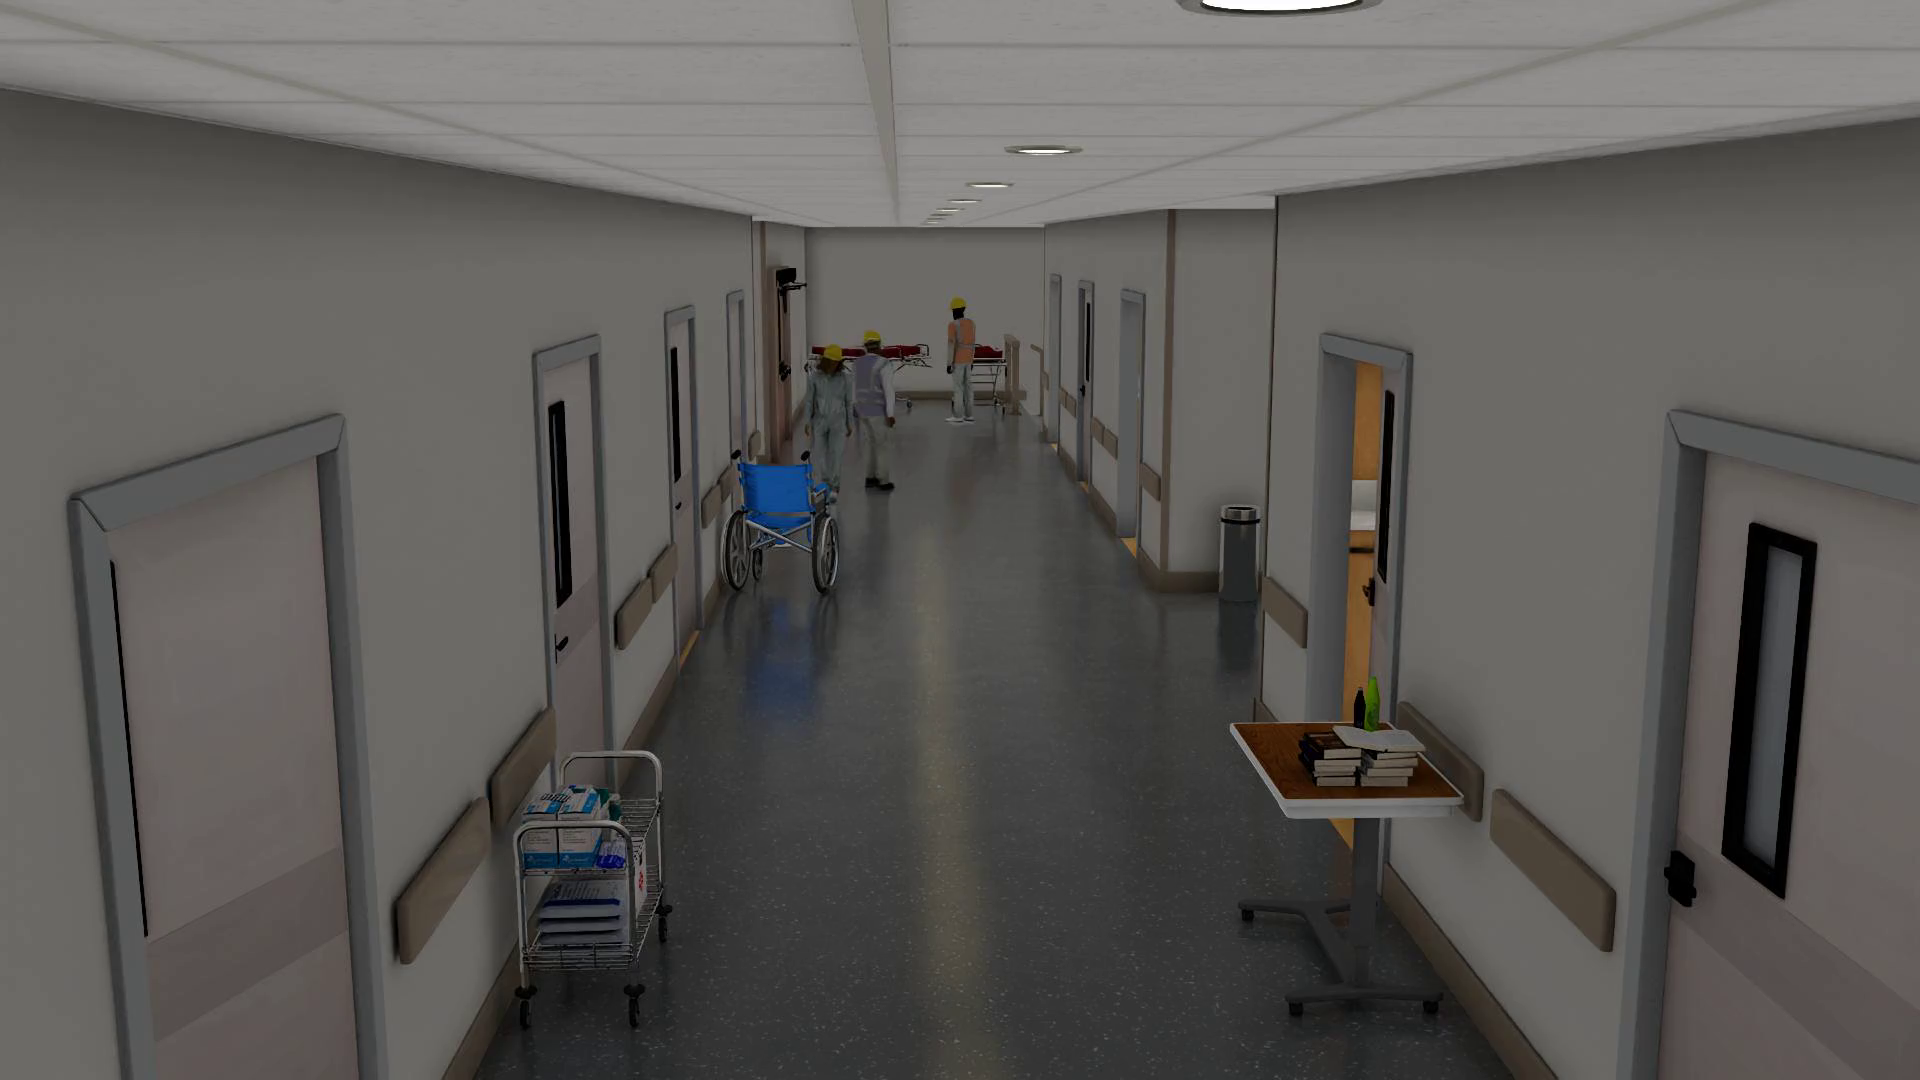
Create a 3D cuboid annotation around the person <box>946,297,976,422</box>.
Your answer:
[{"bbox_3d":[0.000,-2.776,25.670,0.397,1.920,0.586,9,13,40],"label":"person"}]

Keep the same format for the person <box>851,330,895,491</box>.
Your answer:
[{"bbox_3d":[-0.958,-1.447,18.657,0.605,1.793,0.422,10,14,43],"label":"person"}]

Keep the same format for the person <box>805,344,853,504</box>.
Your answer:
[{"bbox_3d":[-1.391,-1.238,17.738,0.502,1.683,0.942,0,10,-1],"label":"person"}]
